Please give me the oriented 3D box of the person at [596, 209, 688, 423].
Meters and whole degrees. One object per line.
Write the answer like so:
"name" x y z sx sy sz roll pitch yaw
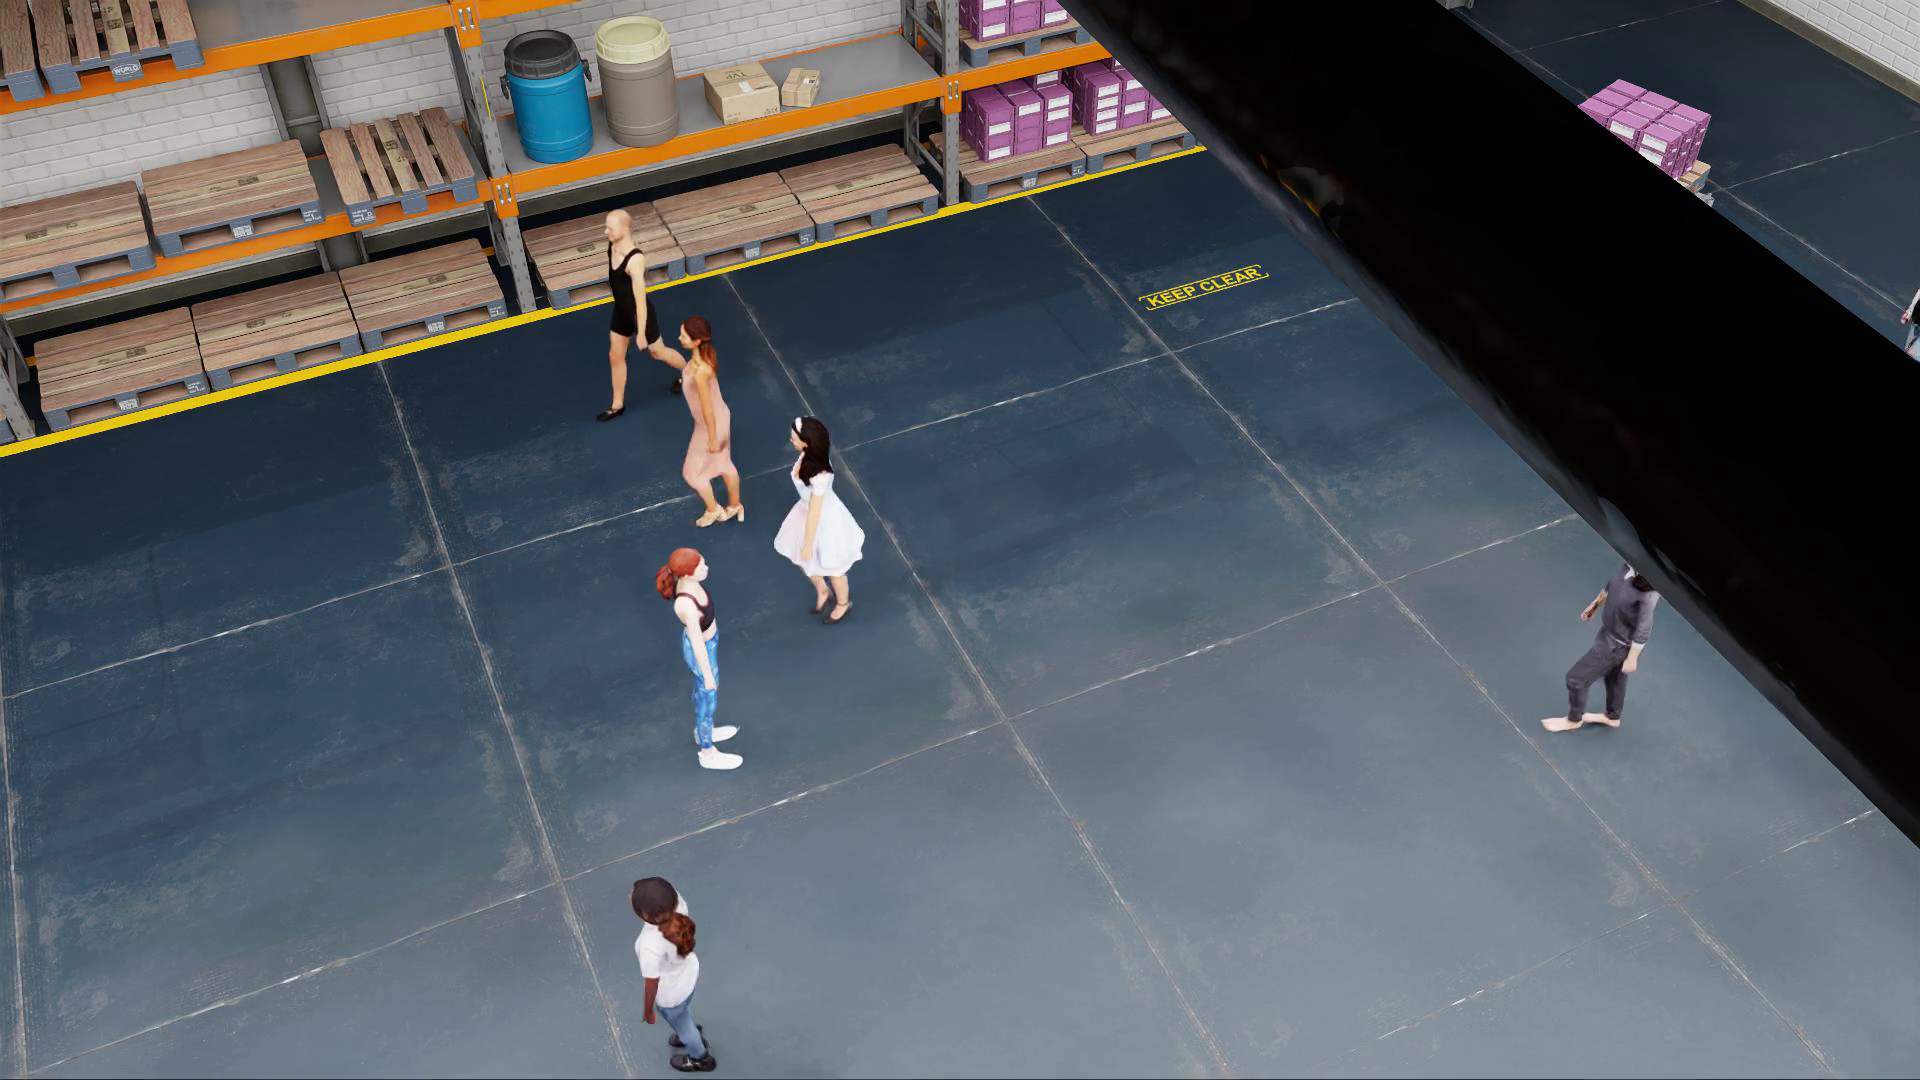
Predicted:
"person" -2.401 -1.750 12.757 1.209 1.772 0.854 -29 51 -27

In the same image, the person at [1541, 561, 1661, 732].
"person" 4.185 0.613 10.301 0.896 1.738 0.830 10 45 11

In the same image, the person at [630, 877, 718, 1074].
"person" -1.405 2.275 8.571 0.781 1.717 0.735 6 44 6

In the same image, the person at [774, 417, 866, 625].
"person" -0.830 -0.101 11.008 0.809 1.796 0.666 -16 46 -17

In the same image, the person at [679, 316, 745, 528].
"person" -1.670 -0.810 11.736 0.738 1.819 0.719 -2 44 -3

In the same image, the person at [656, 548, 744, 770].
"person" -1.580 0.708 10.167 0.623 1.785 0.617 -10 44 -10
